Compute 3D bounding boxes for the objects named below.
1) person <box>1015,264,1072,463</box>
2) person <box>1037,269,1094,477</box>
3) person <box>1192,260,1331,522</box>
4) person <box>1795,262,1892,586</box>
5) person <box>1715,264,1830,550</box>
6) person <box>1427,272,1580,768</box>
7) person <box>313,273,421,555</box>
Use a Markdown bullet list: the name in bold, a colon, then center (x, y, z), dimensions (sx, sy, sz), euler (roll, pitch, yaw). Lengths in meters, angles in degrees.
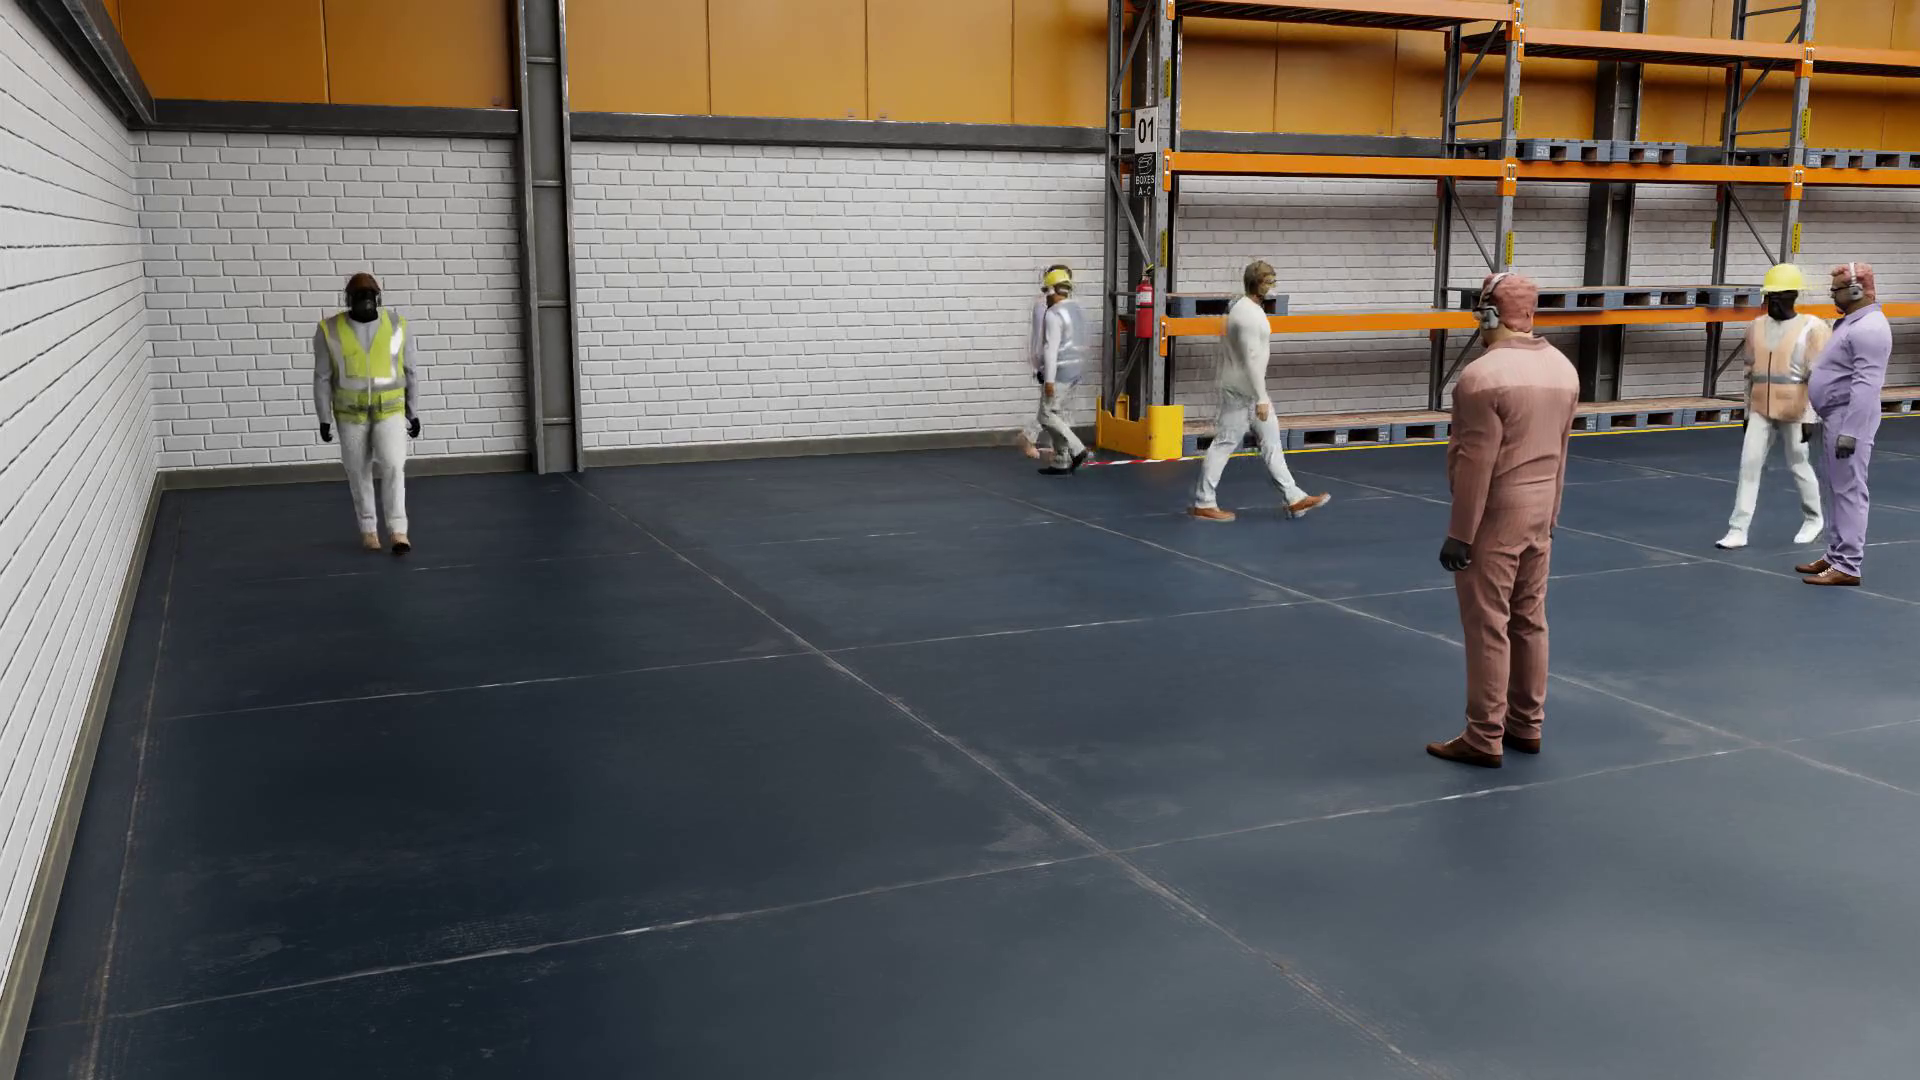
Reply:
- **person**: center (0.837, -1.595, 15.147), dimensions (0.482, 1.822, 0.643), euler (3, 11, 16)
- **person**: center (0.890, -1.412, 14.246), dimensions (0.506, 1.794, 0.610), euler (5, 11, 26)
- **person**: center (2.158, -1.042, 11.900), dimensions (1.024, 1.880, 0.631), euler (2, 10, 13)
- **person**: center (5.223, -0.679, 9.837), dimensions (0.407, 1.902, 0.639), euler (4, 11, 22)
- **person**: center (5.464, -0.883, 11.029), dimensions (0.972, 1.887, 0.603), euler (-6, 12, -32)
- **person**: center (2.086, -0.076, 6.464), dimensions (0.651, 1.904, 0.403), euler (-8, 13, -37)
- **person**: center (-3.795, -0.788, 10.689), dimensions (0.655, 1.807, 0.880), euler (-4, 11, -20)
